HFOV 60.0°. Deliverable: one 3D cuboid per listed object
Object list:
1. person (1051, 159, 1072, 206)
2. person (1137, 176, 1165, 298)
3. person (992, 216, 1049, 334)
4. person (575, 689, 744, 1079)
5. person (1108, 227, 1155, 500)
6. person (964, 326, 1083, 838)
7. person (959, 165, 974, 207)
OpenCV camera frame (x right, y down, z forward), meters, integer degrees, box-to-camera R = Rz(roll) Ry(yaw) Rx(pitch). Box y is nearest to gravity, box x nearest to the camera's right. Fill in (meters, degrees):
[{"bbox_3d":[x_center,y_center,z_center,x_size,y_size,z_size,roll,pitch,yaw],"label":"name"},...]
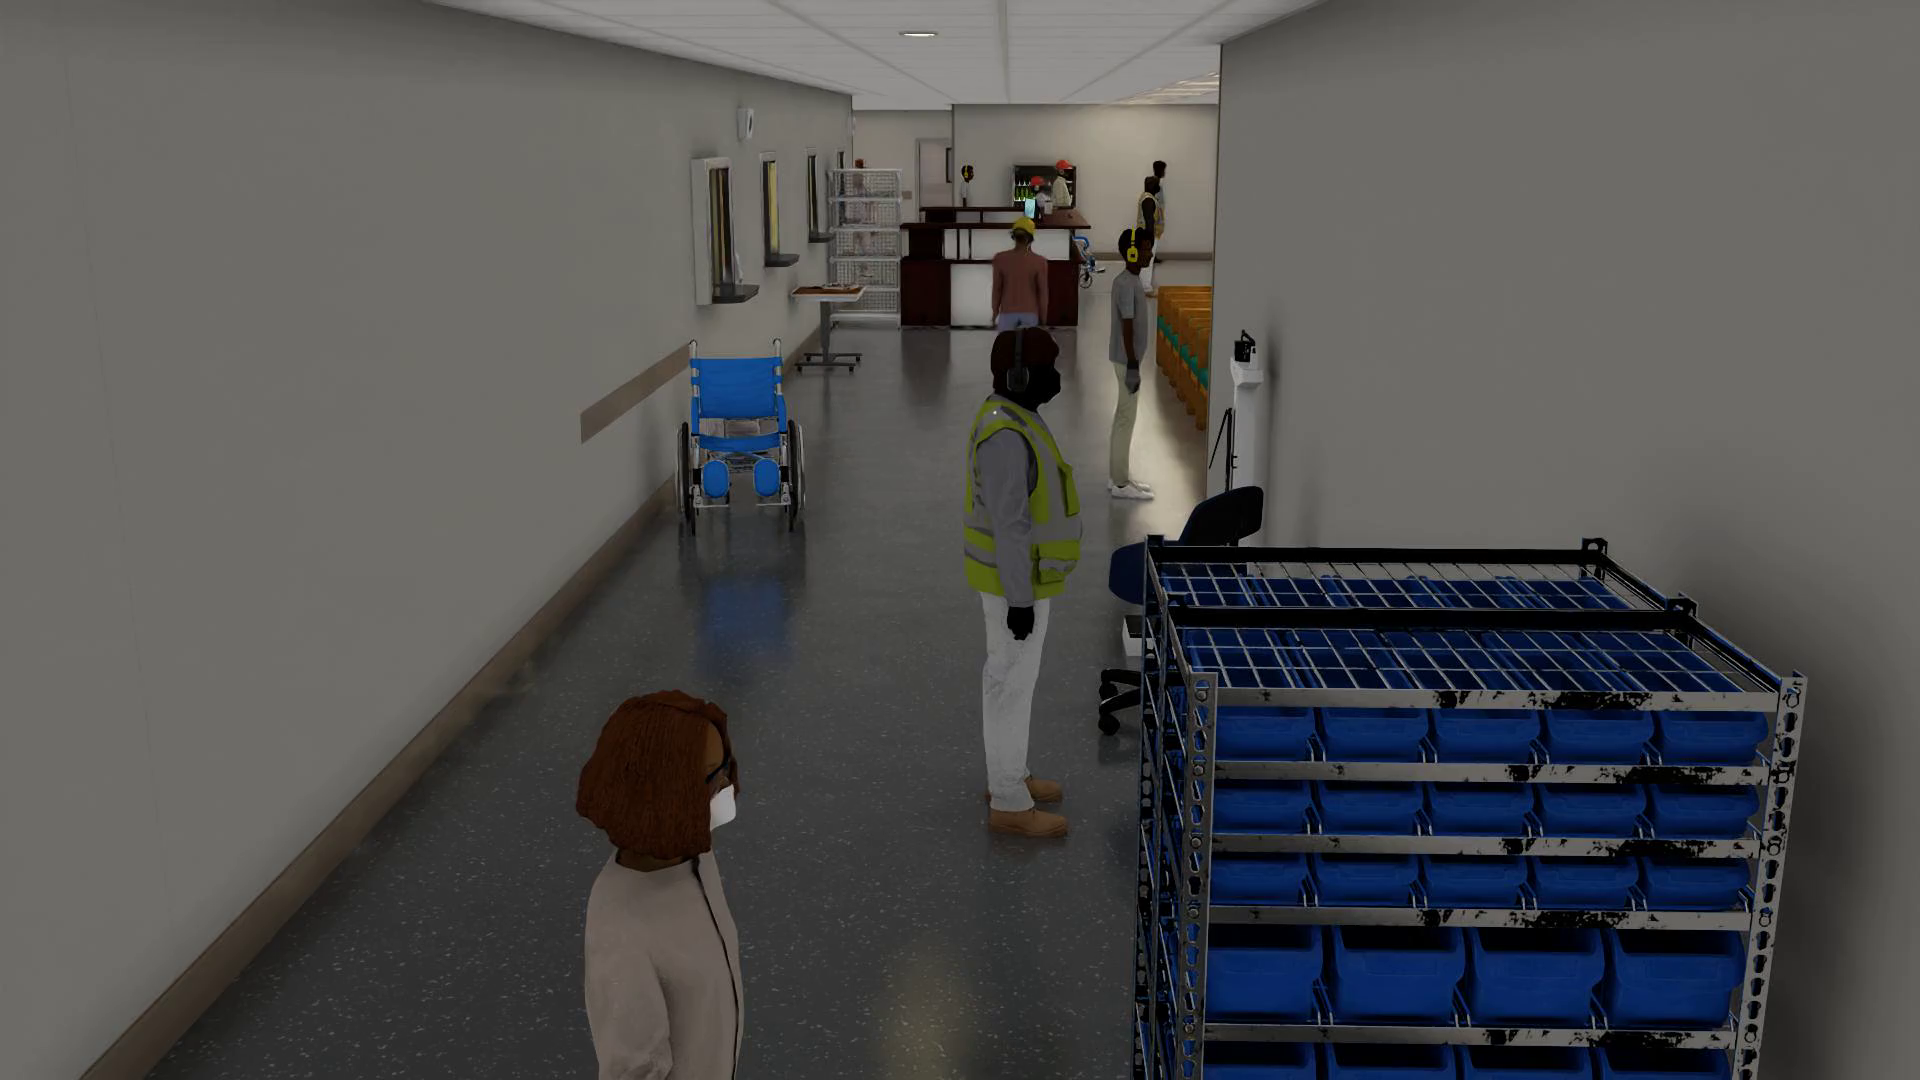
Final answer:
[{"bbox_3d":[1.866,-5.976,30.577,0.377,1.995,0.608,0,14,2],"label":"person"},{"bbox_3d":[2.922,-4.647,25.503,0.429,1.844,0.624,0,14,2],"label":"person"},{"bbox_3d":[0.547,-2.093,15.297,0.543,1.751,0.536,2,14,10],"label":"person"},{"bbox_3d":[-0.482,1.038,2.854,0.284,1.633,0.497,0,14,2],"label":"person"},{"bbox_3d":[1.195,-1.220,11.535,0.329,1.872,0.508,0,14,2],"label":"person"},{"bbox_3d":[0.228,0.147,6.046,0.429,1.844,0.625,0,14,2],"label":"person"},{"bbox_3d":[0.138,-6.170,31.622,0.329,1.872,0.508,0,14,2],"label":"person"}]
